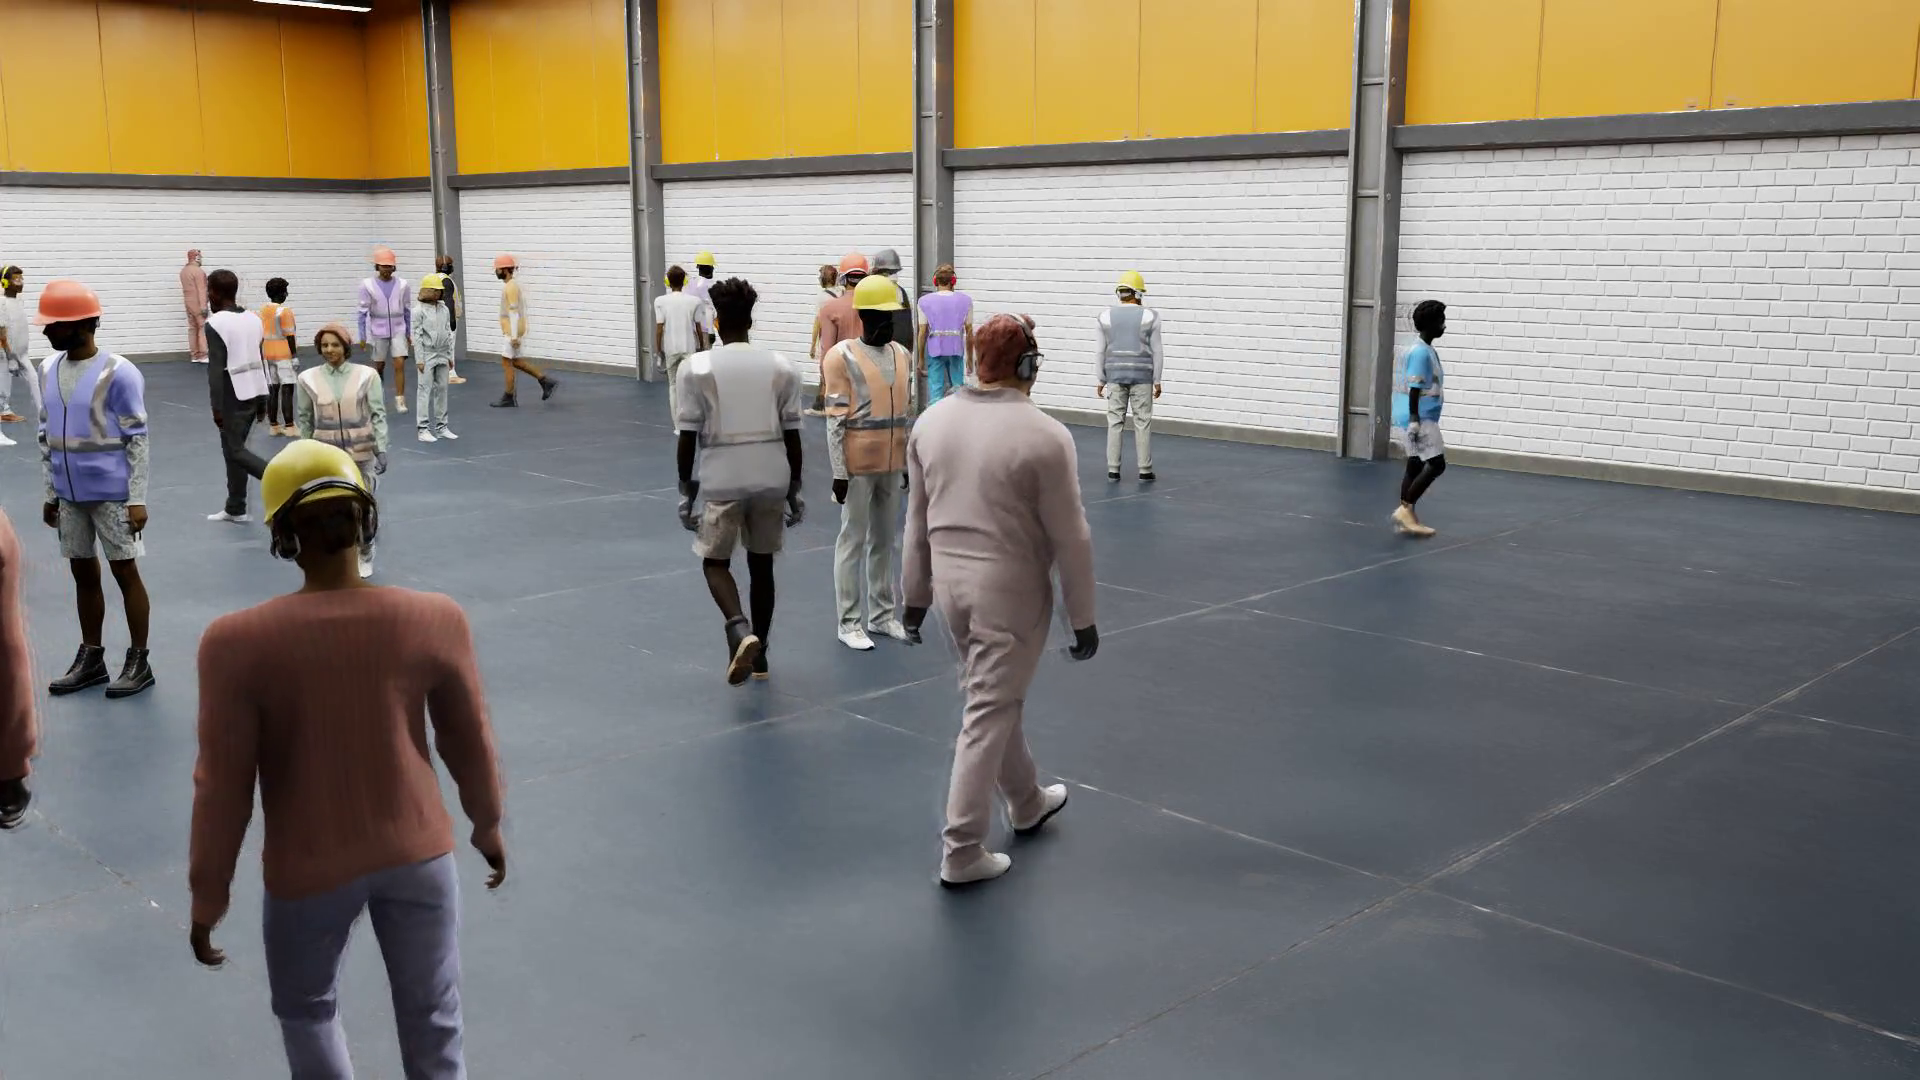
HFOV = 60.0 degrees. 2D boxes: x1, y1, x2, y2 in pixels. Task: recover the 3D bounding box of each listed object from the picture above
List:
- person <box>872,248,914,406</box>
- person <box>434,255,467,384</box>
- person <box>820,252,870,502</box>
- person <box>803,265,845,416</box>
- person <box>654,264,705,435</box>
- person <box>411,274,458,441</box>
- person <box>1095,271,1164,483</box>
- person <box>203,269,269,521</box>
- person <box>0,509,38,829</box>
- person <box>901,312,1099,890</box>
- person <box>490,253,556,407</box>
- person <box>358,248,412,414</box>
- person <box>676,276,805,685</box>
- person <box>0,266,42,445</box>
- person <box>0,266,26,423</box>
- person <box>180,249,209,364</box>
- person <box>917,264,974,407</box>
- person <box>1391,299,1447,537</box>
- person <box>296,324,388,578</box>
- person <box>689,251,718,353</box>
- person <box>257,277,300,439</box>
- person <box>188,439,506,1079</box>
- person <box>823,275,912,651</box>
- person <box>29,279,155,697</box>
[{"bbox_3d":[-0.739,-1.754,15.708,0.688,2.000,0.707,-7,13,-35],"label":"person"},{"bbox_3d":[-7.413,-3.181,24.035,0.429,1.845,0.621,-7,13,-35],"label":"person"},{"bbox_3d":[-0.830,-1.282,13.258,0.614,1.993,0.395,-4,11,-22],"label":"person"},{"bbox_3d":[-1.451,-2.295,19.346,0.967,1.802,0.518,8,13,36],"label":"person"},{"bbox_3d":[-2.934,-1.972,17.486,0.526,1.838,0.922,-2,11,-10],"label":"person"},{"bbox_3d":[-5.463,-1.893,17.310,0.328,1.736,0.483,6,12,28],"label":"person"},{"bbox_3d":[1.466,-1.397,14.349,0.587,1.825,0.404,3,11,17],"label":"person"},{"bbox_3d":[-5.269,-1.049,12.289,0.739,1.897,0.587,1,10,8],"label":"person"},{"bbox_3d":[-2.397,0.520,3.746,0.739,1.880,0.646,7,12,33],"label":"person"},{"bbox_3d":[0.214,0.182,5.592,0.677,1.871,0.907,10,14,43],"label":"person"},{"bbox_3d":[-5.481,-2.605,20.701,0.740,1.917,0.552,-3,11,-14],"label":"person"},{"bbox_3d":[-6.973,-2.538,20.169,0.628,1.996,0.879,-5,12,-27],"label":"person"},{"bbox_3d":[-1.002,-0.254,7.794,0.618,1.945,0.648,-4,11,-20],"label":"person"},{"bbox_3d":[-9.488,-1.848,16.822,0.976,1.815,0.558,1,10,4],"label":"person"},{"bbox_3d":[-10.998,-2.295,18.937,0.635,1.939,0.367,8,13,38],"label":"person"},{"bbox_3d":[-12.723,-3.896,27.786,0.655,1.903,0.398,9,14,40],"label":"person"},{"bbox_3d":[-0.141,-1.814,16.572,0.570,1.840,0.372,-2,11,-10],"label":"person"},{"bbox_3d":[3.259,-0.842,11.684,0.374,1.682,0.555,4,11,20],"label":"person"},{"bbox_3d":[-3.737,-0.500,10.092,0.516,1.595,0.855,-3,11,-16],"label":"person"},{"bbox_3d":[-3.264,-2.711,21.237,0.384,1.928,0.589,-6,12,-29],"label":"person"},{"bbox_3d":[-7.155,-1.913,17.520,0.533,1.695,0.319,7,12,32],"label":"person"},{"bbox_3d":[-1.247,0.658,3.420,0.638,1.717,0.739,-6,12,-30],"label":"person"},{"bbox_3d":[-0.444,-0.405,8.656,0.370,1.928,0.585,9,14,41],"label":"person"},{"bbox_3d":[-4.012,-0.228,7.683,0.545,1.933,0.376,3,11,15],"label":"person"}]
